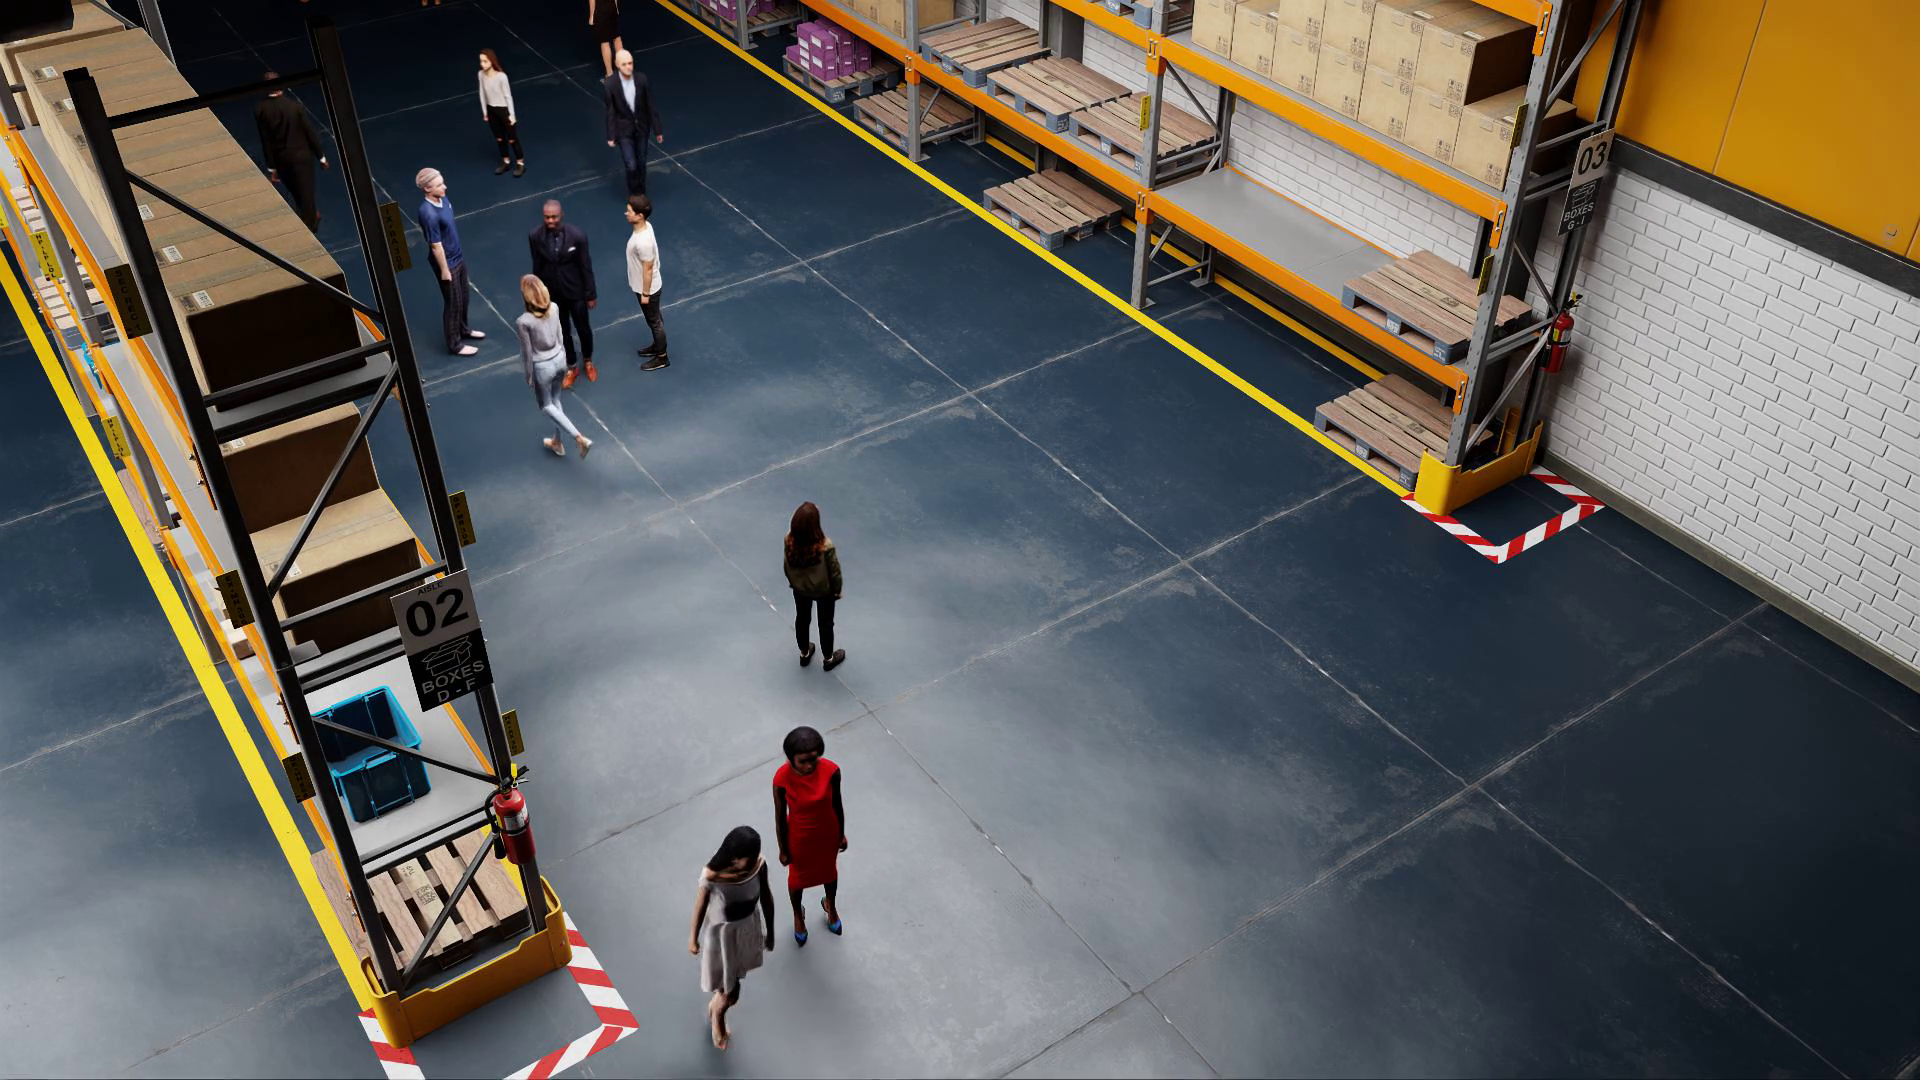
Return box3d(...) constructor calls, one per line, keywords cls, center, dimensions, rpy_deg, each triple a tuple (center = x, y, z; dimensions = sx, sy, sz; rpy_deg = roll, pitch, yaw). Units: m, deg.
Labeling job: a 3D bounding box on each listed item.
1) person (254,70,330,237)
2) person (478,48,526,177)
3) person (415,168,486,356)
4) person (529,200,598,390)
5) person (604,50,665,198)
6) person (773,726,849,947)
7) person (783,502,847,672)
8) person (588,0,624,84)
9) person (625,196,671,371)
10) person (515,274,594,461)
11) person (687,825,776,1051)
box3d(cls="person", center=(-6.772, -3.790, 16.906), dimensions=(1.096, 1.861, 1.375), rpy_deg=(-6, 39, -7))
box3d(cls="person", center=(-5.091, -4.748, 18.412), dimensions=(0.611, 1.479, 0.690), rpy_deg=(11, 40, 13))
box3d(cls="person", center=(-4.761, -2.591, 15.402), dimensions=(0.794, 1.865, 0.683), rpy_deg=(-1, 39, -1))
box3d(cls="person", center=(-3.545, -2.253, 15.015), dimensions=(0.843, 1.820, 0.884), rpy_deg=(0, 39, 0))
box3d(cls="person", center=(-3.517, -4.391, 17.723), dimensions=(0.756, 1.782, 0.808), rpy_deg=(-20, 43, -23))
box3d(cls="person", center=(-0.896, 1.780, 10.026), dimensions=(0.626, 1.744, 0.584), rpy_deg=(-12, 40, -14))
box3d(cls="person", center=(-1.065, 0.331, 12.055), dimensions=(0.631, 1.475, 0.720), rpy_deg=(12, 40, 14))
box3d(cls="person", center=(-4.339, -6.449, 20.320), dimensions=(0.638, 1.756, 0.684), rpy_deg=(25, 45, 28))
box3d(cls="person", center=(-2.871, -2.378, 15.250), dimensions=(0.754, 1.721, 0.602), rpy_deg=(-9, 39, -11))
box3d(cls="person", center=(-3.407, -1.399, 13.978), dimensions=(0.997, 1.780, 0.755), rpy_deg=(28, 46, 30))
box3d(cls="person", center=(-1.312, 2.212, 9.492), dimensions=(0.700, 1.735, 0.766), rpy_deg=(-14, 41, -17))
